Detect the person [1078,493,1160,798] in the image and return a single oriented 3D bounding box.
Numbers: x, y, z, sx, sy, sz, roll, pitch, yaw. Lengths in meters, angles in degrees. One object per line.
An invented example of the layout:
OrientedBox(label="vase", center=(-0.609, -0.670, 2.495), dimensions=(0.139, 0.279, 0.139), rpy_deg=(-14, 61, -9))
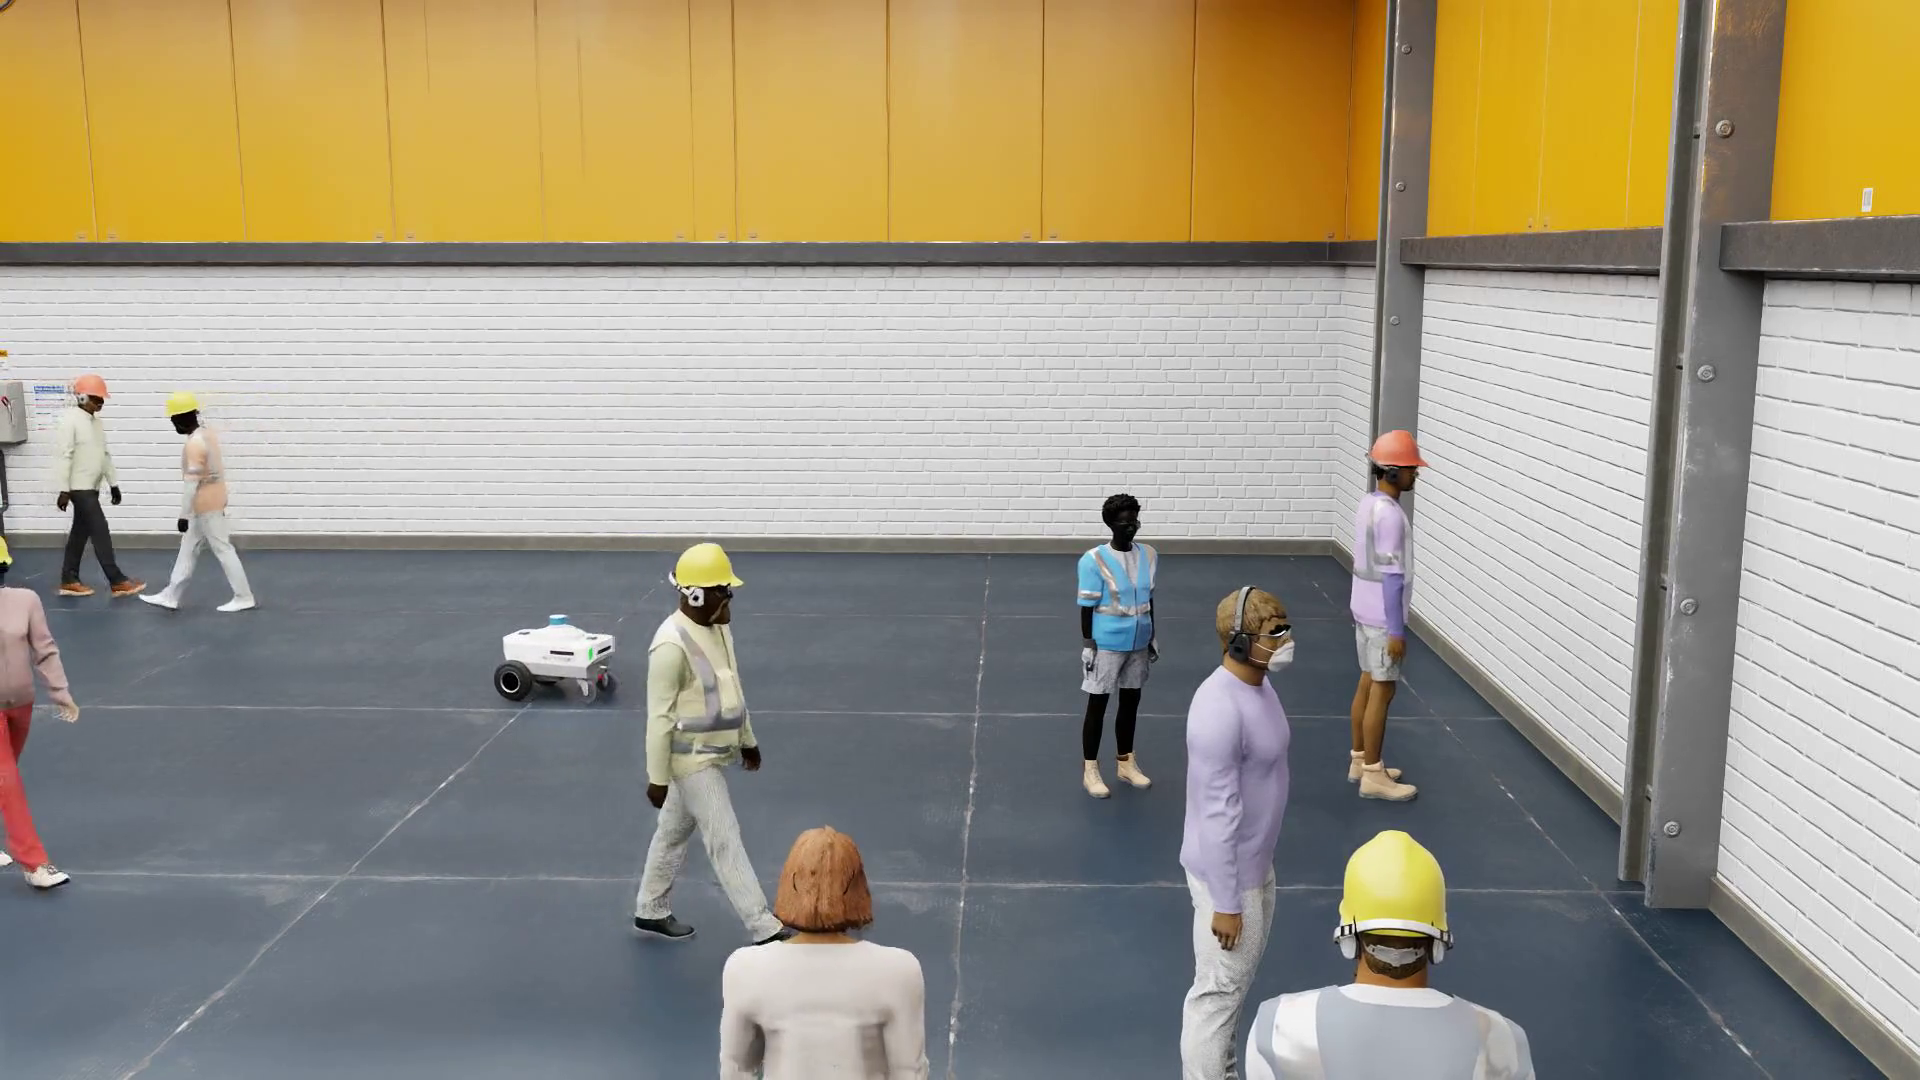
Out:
OrientedBox(label="person", center=(0.888, 0.577, 9.263), dimensions=(0.541, 1.695, 0.316), rpy_deg=(-6, 11, -32))

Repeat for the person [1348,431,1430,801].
OrientedBox(label="person", center=(2.371, 0.411, 9.232), dimensions=(0.388, 2.040, 0.628), rpy_deg=(0, 10, 0))

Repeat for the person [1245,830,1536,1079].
OrientedBox(label="person", center=(0.874, 1.504, 3.488), dimensions=(0.586, 1.824, 0.404), rpy_deg=(1, 10, 6))

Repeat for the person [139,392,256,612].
OrientedBox(label="person", center=(-6.401, -0.291, 13.820), dimensions=(0.972, 1.871, 0.607), rpy_deg=(-3, 10, -19))

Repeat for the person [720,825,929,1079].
OrientedBox(label="person", center=(-0.329, 1.480, 4.199), dimensions=(0.523, 1.608, 0.669), rpy_deg=(0, 10, 1))

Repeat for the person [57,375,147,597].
OrientedBox(label="person", center=(-7.560, -0.466, 14.625), dimensions=(0.937, 1.946, 0.629), rpy_deg=(0, 10, -3))

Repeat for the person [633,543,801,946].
OrientedBox(label="person", center=(-1.037, 0.898, 7.123), dimensions=(0.920, 1.781, 0.608), rpy_deg=(1, 10, 7))

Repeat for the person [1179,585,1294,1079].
OrientedBox(label="person", center=(0.919, 1.102, 5.484), dimensions=(0.372, 1.940, 0.627), rpy_deg=(3, 10, 19))

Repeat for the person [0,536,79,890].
OrientedBox(label="person", center=(-4.574, 0.791, 7.945), dimensions=(0.904, 1.719, 0.537), rpy_deg=(5, 11, 25))

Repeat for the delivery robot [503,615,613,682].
OrientedBox(label="delivery robot", center=(-2.727, 0.752, 11.307), dimensions=(0.707, 0.478, 0.477), rpy_deg=(3, 10, 16))
